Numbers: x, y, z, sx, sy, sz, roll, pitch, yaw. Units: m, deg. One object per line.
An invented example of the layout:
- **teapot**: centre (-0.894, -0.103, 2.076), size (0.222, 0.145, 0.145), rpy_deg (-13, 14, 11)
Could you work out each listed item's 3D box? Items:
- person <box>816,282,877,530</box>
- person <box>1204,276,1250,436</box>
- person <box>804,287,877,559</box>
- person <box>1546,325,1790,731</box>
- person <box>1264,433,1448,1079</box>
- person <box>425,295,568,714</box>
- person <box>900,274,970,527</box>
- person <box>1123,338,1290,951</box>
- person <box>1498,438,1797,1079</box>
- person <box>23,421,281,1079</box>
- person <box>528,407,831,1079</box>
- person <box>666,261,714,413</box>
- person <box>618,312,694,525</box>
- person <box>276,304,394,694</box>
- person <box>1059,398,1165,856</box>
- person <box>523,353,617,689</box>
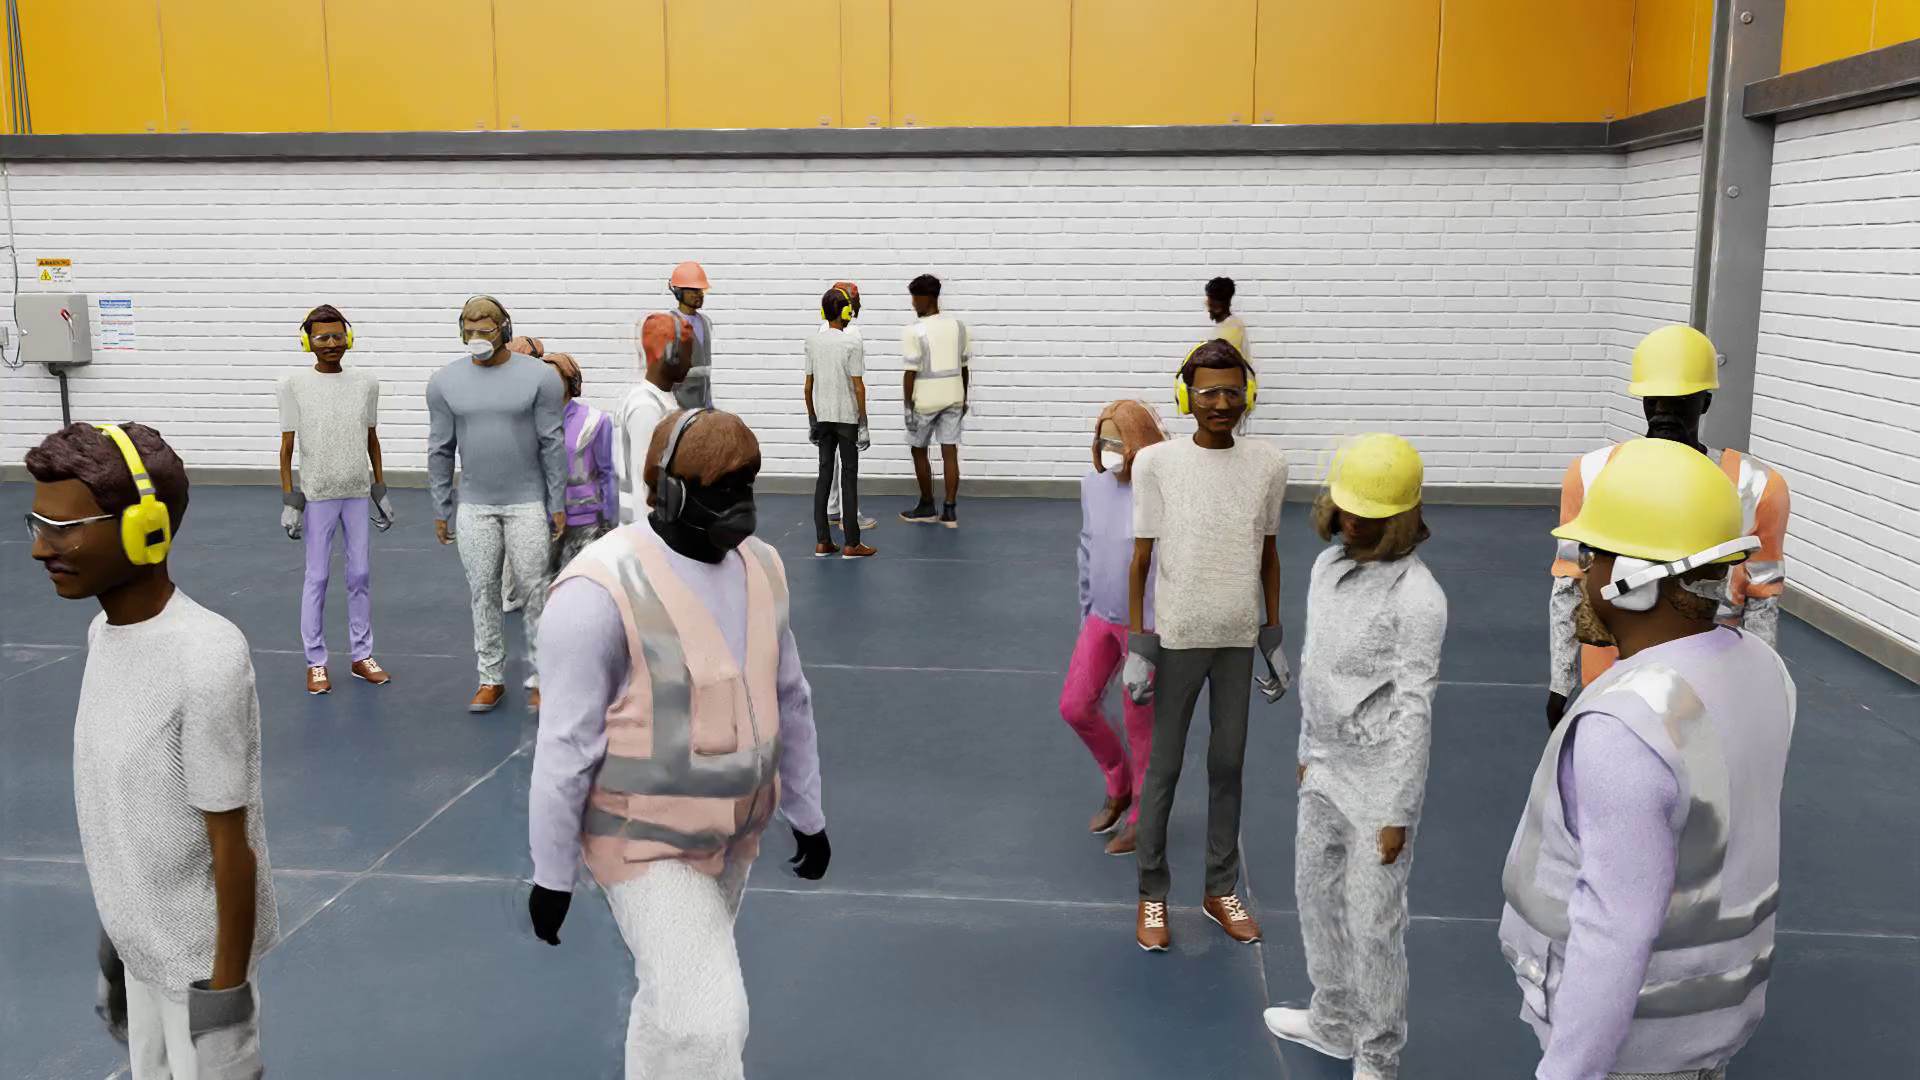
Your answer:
- **person**: centre (-0.886, -1.022, 12.713), size (0.340, 1.882, 0.586), rpy_deg (-7, 12, -34)
- **person**: centre (2.131, -1.118, 13.155), size (0.465, 1.922, 0.749), rpy_deg (2, 10, 9)
- **person**: centre (-0.835, -0.803, 11.511), size (0.509, 1.868, 0.329), rpy_deg (6, 11, 30)
- **person**: centre (1.908, 0.380, 4.559), size (0.589, 1.927, 0.368), rpy_deg (5, 11, 29)
- **person**: centre (0.953, 0.572, 4.106), size (0.322, 1.710, 0.642), rpy_deg (-3, 10, -18)
- **person**: centre (-2.118, -0.157, 7.647), size (0.641, 1.927, 0.386), rpy_deg (0, 10, -2)
- **person**: centre (-0.177, -1.073, 12.842), size (0.721, 1.936, 0.576), rpy_deg (-6, 12, -30)
- **person**: centre (0.756, 0.321, 5.069), size (0.526, 1.867, 0.315), rpy_deg (-2, 10, -11)
- **person**: centre (1.085, 0.749, 2.713), size (0.403, 1.834, 0.589), rpy_deg (9, 13, 42)
- **person**: centre (-1.315, 0.726, 2.786), size (0.514, 1.861, 0.321), rpy_deg (10, 14, 44)
- **person**: centre (-0.500, 0.634, 3.431), size (0.746, 1.811, 0.666), rpy_deg (6, 11, 30)
- **person**: centre (-1.946, -0.985, 12.047), size (0.397, 2.043, 0.610), rpy_deg (5, 11, 25)
- **person**: centre (-1.157, -0.002, 6.910), size (0.506, 1.866, 0.592), rpy_deg (-1, 10, -8)
- **person**: centre (-3.016, -0.201, 8.054), size (0.533, 1.869, 0.311), rpy_deg (-8, 13, -40)
- **person**: centre (0.573, 0.312, 5.816), size (0.364, 1.616, 0.515), rpy_deg (-8, 13, -40)
- **person**: centre (-1.919, -0.088, 8.066), size (0.520, 1.640, 0.307), rpy_deg (1, 10, 4)
